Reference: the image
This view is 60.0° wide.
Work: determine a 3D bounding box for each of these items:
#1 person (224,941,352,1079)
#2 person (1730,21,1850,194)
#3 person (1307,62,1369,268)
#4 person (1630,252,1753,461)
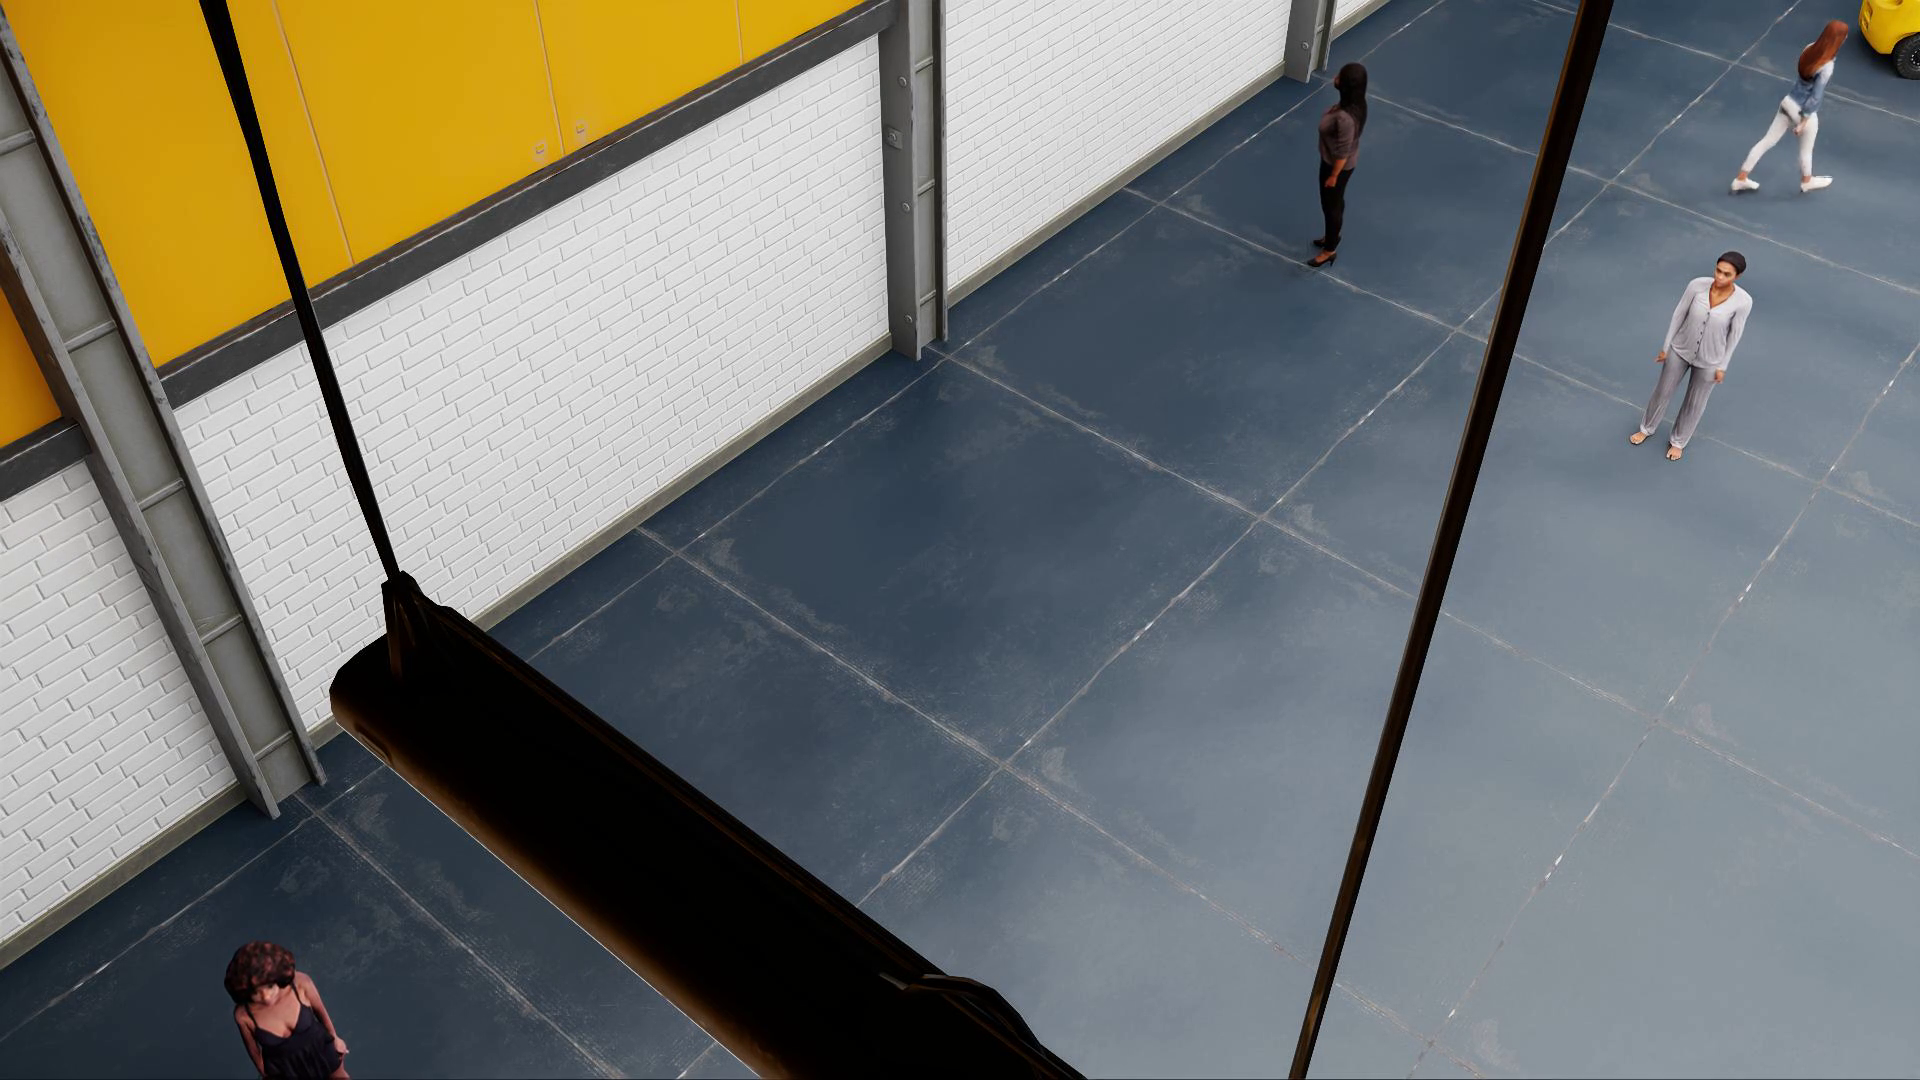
[{"bbox_3d":[-3.197,2.498,8.057,0.538,1.789,0.671,-28,50,-27],"label":"person"},{"bbox_3d":[7.347,-3.791,14.757,1.161,1.652,1.064,-6,44,-6],"label":"person"},{"bbox_3d":[3.185,-3.140,13.937,0.780,1.841,0.649,14,45,14],"label":"person"},{"bbox_3d":[5.393,-1.373,12.158,0.645,1.736,0.537,27,50,25],"label":"person"}]
